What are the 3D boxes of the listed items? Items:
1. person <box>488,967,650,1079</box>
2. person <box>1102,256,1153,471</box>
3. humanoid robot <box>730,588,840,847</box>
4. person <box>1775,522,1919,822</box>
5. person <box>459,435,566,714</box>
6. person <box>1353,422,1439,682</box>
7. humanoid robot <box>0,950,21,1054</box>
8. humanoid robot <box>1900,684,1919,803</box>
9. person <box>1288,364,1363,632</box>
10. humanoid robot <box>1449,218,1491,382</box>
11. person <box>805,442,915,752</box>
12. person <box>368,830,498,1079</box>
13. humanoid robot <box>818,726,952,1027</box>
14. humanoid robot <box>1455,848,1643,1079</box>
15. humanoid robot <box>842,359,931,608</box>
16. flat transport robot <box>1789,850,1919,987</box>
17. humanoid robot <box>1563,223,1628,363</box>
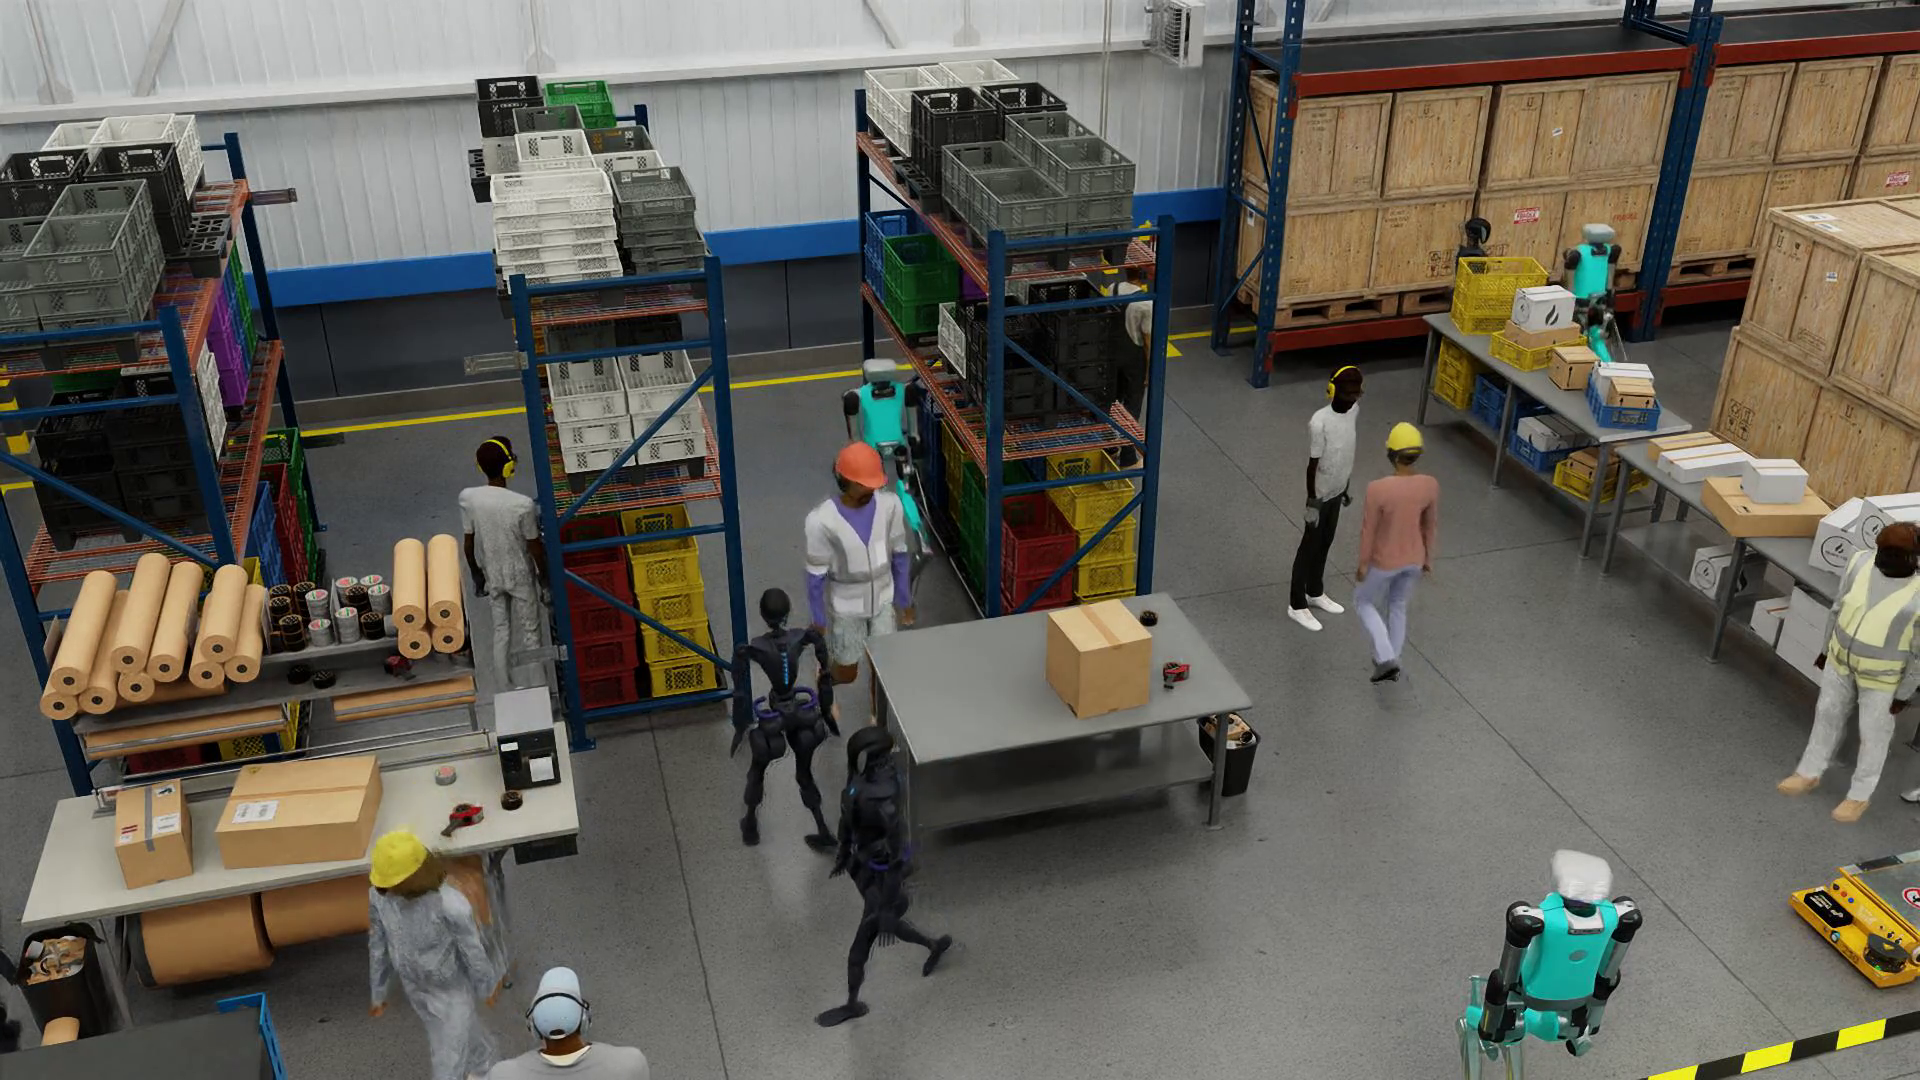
[{"bbox_3d":[-1.403,2.350,6.241,0.589,1.852,0.365,-5,29,-9],"label":"person"},{"bbox_3d":[1.335,-1.402,13.089,0.339,1.838,0.501,-22,35,-34],"label":"person"},{"bbox_3d":[-0.949,0.962,8.967,0.609,1.629,0.528,-12,31,-21],"label":"humanoid robot"},{"bbox_3d":[5.020,0.723,9.232,0.477,1.831,0.621,-13,31,-22],"label":"person"},{"bbox_3d":[-2.714,0.241,10.062,0.529,1.868,0.309,6,29,11],"label":"person"},{"bbox_3d":[2.730,0.123,10.415,0.552,1.731,0.574,-9,30,-15],"label":"person"},{"bbox_3d":[-4.543,1.862,7.365,0.608,1.631,0.769,-10,30,-17],"label":"humanoid robot"},{"bbox_3d":[5.646,0.792,9.212,0.665,1.817,0.537,-7,30,-13],"label":"humanoid robot"},{"bbox_3d":[2.458,-0.300,11.054,0.333,1.864,0.517,25,37,37],"label":"person"},{"bbox_3d":[4.351,-1.945,14.229,0.344,1.648,0.589,8,30,14],"label":"humanoid robot"},{"bbox_3d":[-0.590,0.347,9.717,0.619,2.020,0.646,-16,32,-26],"label":"person"},{"bbox_3d":[-2.302,1.964,7.108,0.495,1.699,0.892,11,31,20],"label":"person"},{"bbox_3d":[-0.351,1.566,7.898,0.770,1.636,0.602,-14,32,-23],"label":"humanoid robot"},{"bbox_3d":[2.397,1.892,7.059,0.533,1.673,0.735,-2,29,-4],"label":"humanoid robot"},{"bbox_3d":[-0.442,-0.306,11.180,0.533,1.717,1.006,-9,30,-16],"label":"humanoid robot"},{"bbox_3d":[5.163,1.916,8.676,1.431,0.231,0.659,-8,30,-14],"label":"flat transport robot"},{"bbox_3d":[5.250,-1.669,13.668,0.535,1.767,0.760,-12,31,-20],"label":"humanoid robot"}]
